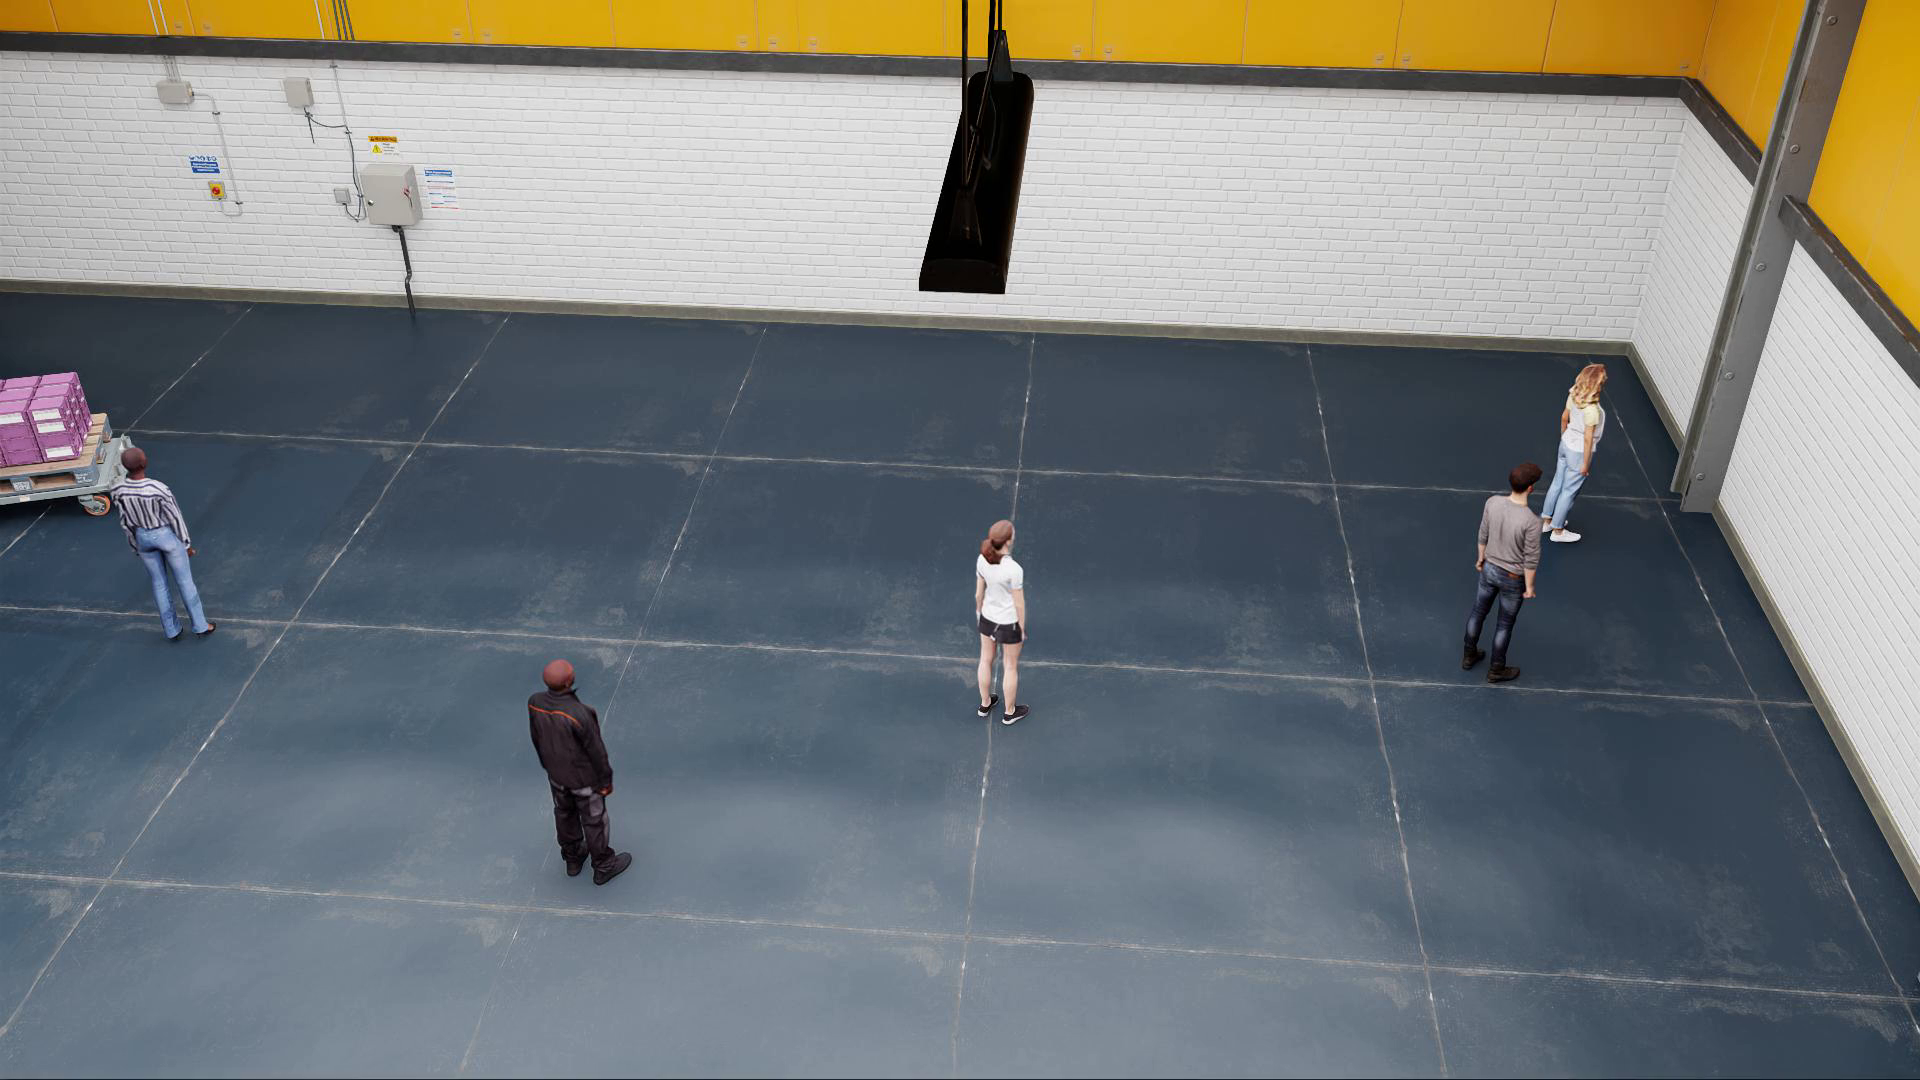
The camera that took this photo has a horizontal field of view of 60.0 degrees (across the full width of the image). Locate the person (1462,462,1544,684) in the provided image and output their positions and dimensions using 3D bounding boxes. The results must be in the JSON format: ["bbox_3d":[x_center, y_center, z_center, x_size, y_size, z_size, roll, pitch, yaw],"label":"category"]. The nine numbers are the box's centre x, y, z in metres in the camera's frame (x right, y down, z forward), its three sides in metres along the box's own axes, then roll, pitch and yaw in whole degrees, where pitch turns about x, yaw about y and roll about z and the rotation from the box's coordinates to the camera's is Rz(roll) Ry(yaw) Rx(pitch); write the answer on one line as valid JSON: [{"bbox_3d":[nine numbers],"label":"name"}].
[{"bbox_3d":[4.221,0.253,12.912,0.825,1.903,0.758,-23,40,-31],"label":"person"}]

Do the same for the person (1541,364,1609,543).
[{"bbox_3d":[5.410,-0.776,14.624,0.741,1.722,0.566,-5,34,-8],"label":"person"}]

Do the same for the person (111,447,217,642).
[{"bbox_3d":[-6.401,0.046,13.320,0.646,1.796,0.563,-2,34,-3],"label":"person"}]

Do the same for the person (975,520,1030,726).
[{"bbox_3d":[0.301,0.616,12.503,0.659,1.752,0.689,20,38,27],"label":"person"}]

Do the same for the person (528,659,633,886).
[{"bbox_3d":[-2.572,1.530,11.061,0.773,1.825,0.721,13,36,19],"label":"person"}]
